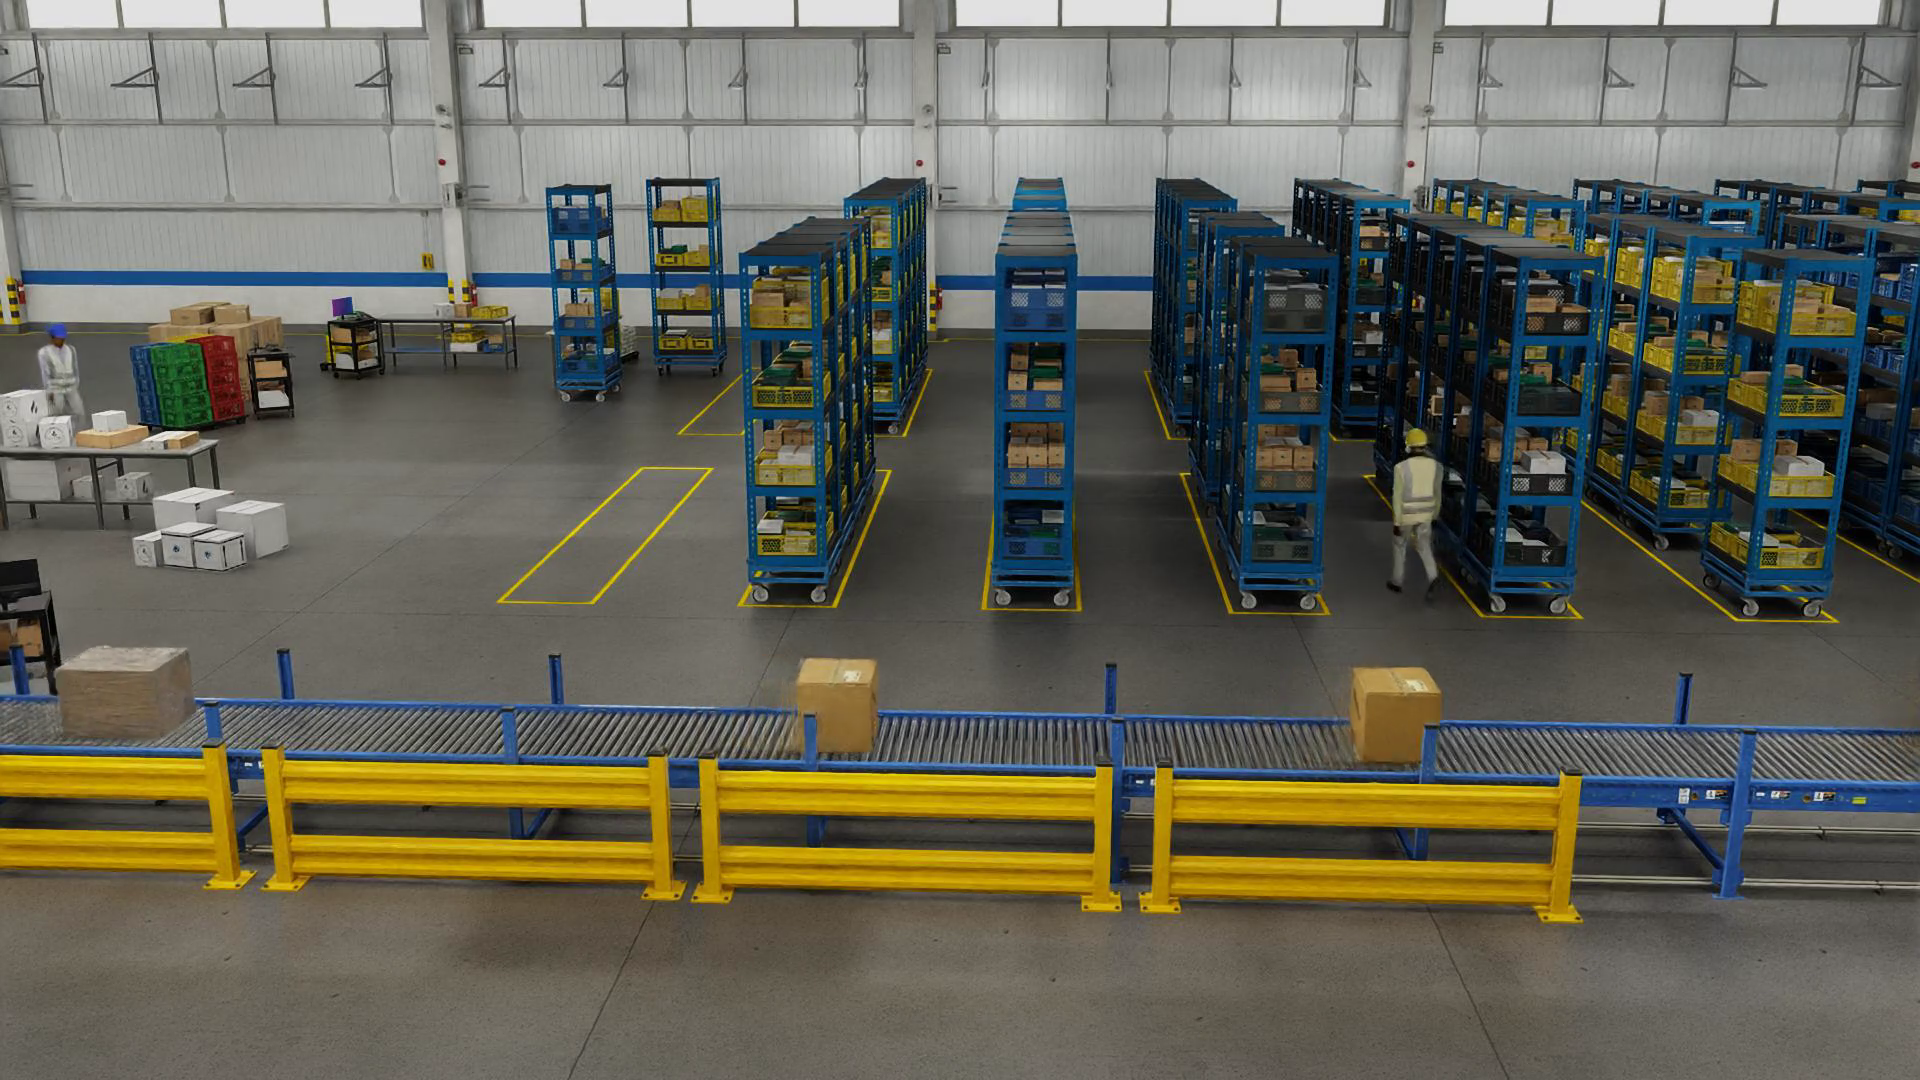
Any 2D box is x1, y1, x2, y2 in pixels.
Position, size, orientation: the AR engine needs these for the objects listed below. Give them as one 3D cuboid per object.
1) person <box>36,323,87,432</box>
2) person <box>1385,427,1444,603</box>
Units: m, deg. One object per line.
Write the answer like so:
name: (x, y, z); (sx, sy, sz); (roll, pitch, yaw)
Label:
person: (-12.831, -2.142, 23.855); (0.765, 1.911, 0.600); (10, 18, 33)
person: (4.701, -0.249, 17.064); (0.590, 1.807, 0.787); (-4, 16, -14)
